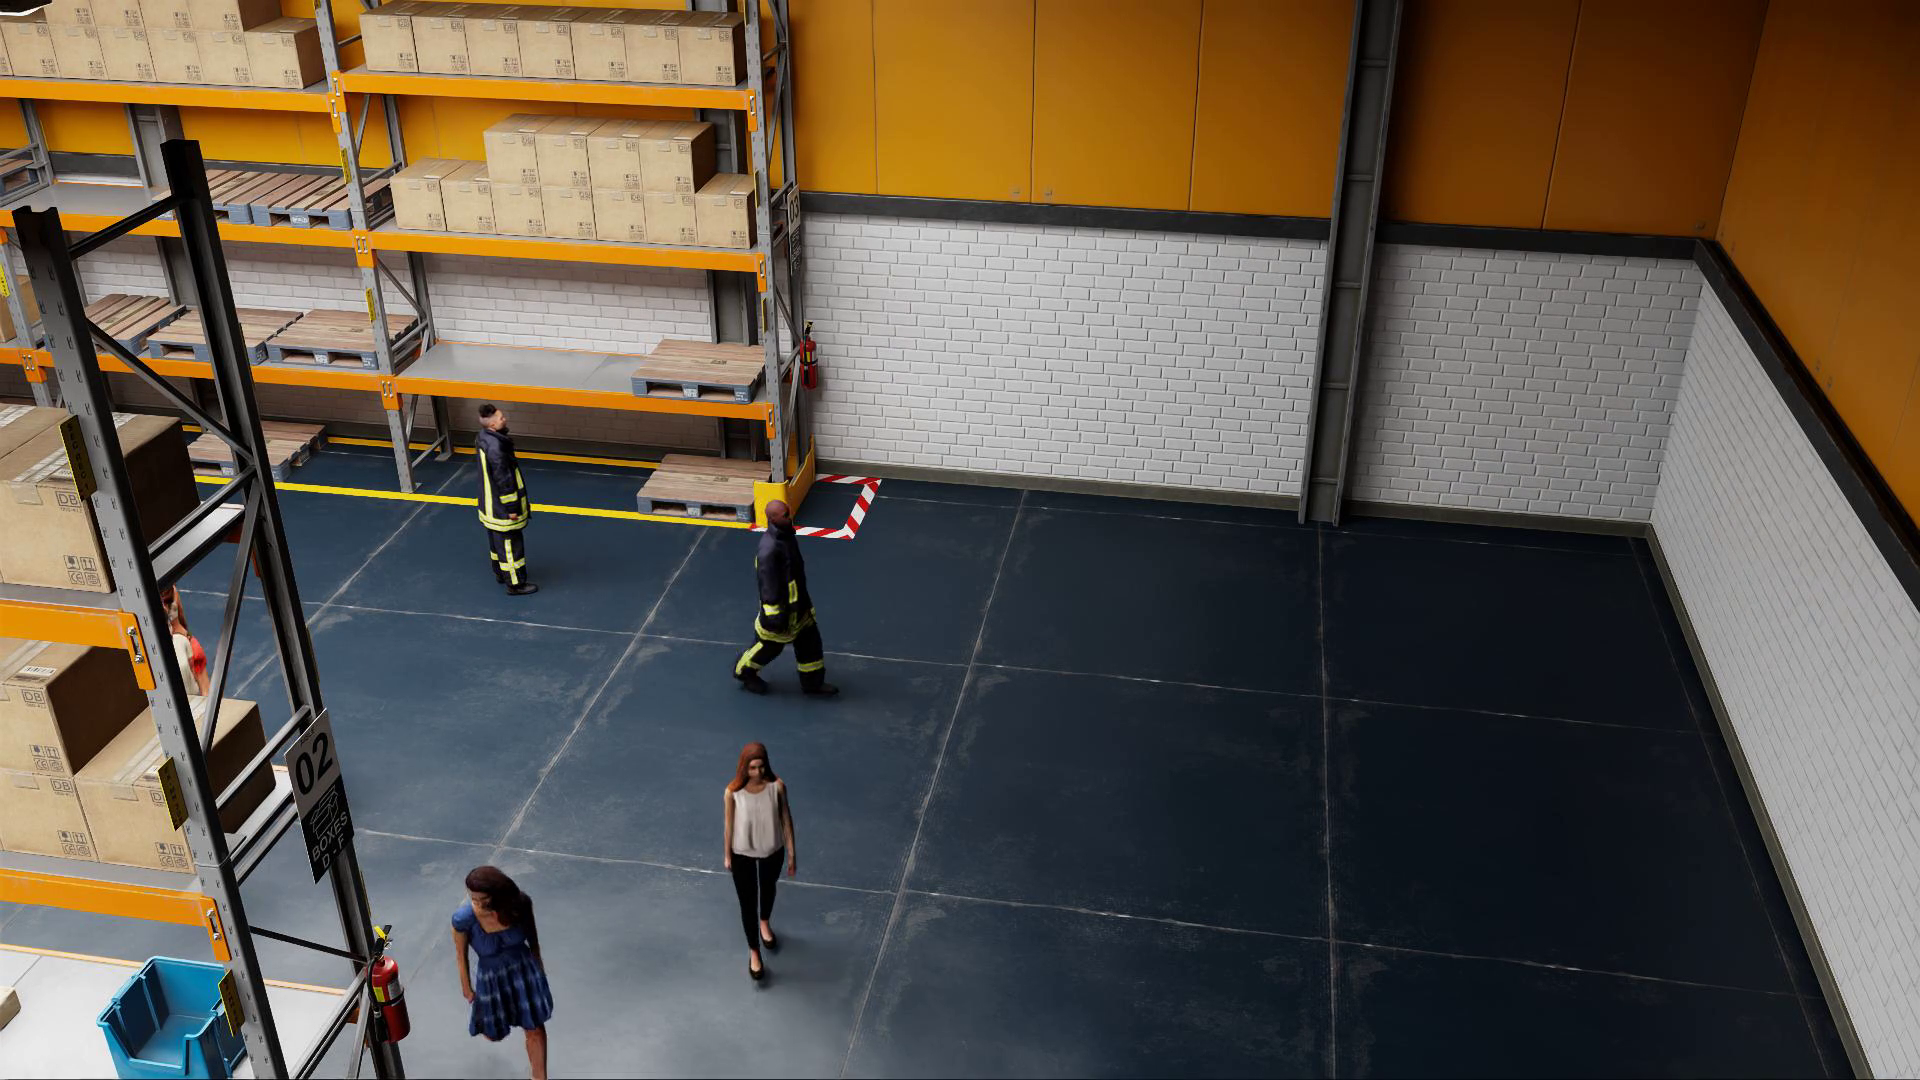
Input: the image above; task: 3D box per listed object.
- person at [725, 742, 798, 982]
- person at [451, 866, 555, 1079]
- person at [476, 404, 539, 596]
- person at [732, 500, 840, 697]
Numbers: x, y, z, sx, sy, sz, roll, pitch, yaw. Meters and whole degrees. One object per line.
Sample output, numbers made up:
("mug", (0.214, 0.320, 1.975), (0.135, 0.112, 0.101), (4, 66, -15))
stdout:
("person", (-1.343, 1.990, 10.910), (0.840, 1.701, 0.845), (-7, 29, -13))
("person", (-2.690, 2.576, 9.748), (1.031, 1.785, 1.079), (-20, 34, -32))
("person", (-4.173, -0.405, 15.134), (0.918, 1.860, 0.880), (-15, 32, -25))
("person", (-1.535, 0.497, 13.556), (1.182, 1.789, 0.830), (8, 30, 15))
